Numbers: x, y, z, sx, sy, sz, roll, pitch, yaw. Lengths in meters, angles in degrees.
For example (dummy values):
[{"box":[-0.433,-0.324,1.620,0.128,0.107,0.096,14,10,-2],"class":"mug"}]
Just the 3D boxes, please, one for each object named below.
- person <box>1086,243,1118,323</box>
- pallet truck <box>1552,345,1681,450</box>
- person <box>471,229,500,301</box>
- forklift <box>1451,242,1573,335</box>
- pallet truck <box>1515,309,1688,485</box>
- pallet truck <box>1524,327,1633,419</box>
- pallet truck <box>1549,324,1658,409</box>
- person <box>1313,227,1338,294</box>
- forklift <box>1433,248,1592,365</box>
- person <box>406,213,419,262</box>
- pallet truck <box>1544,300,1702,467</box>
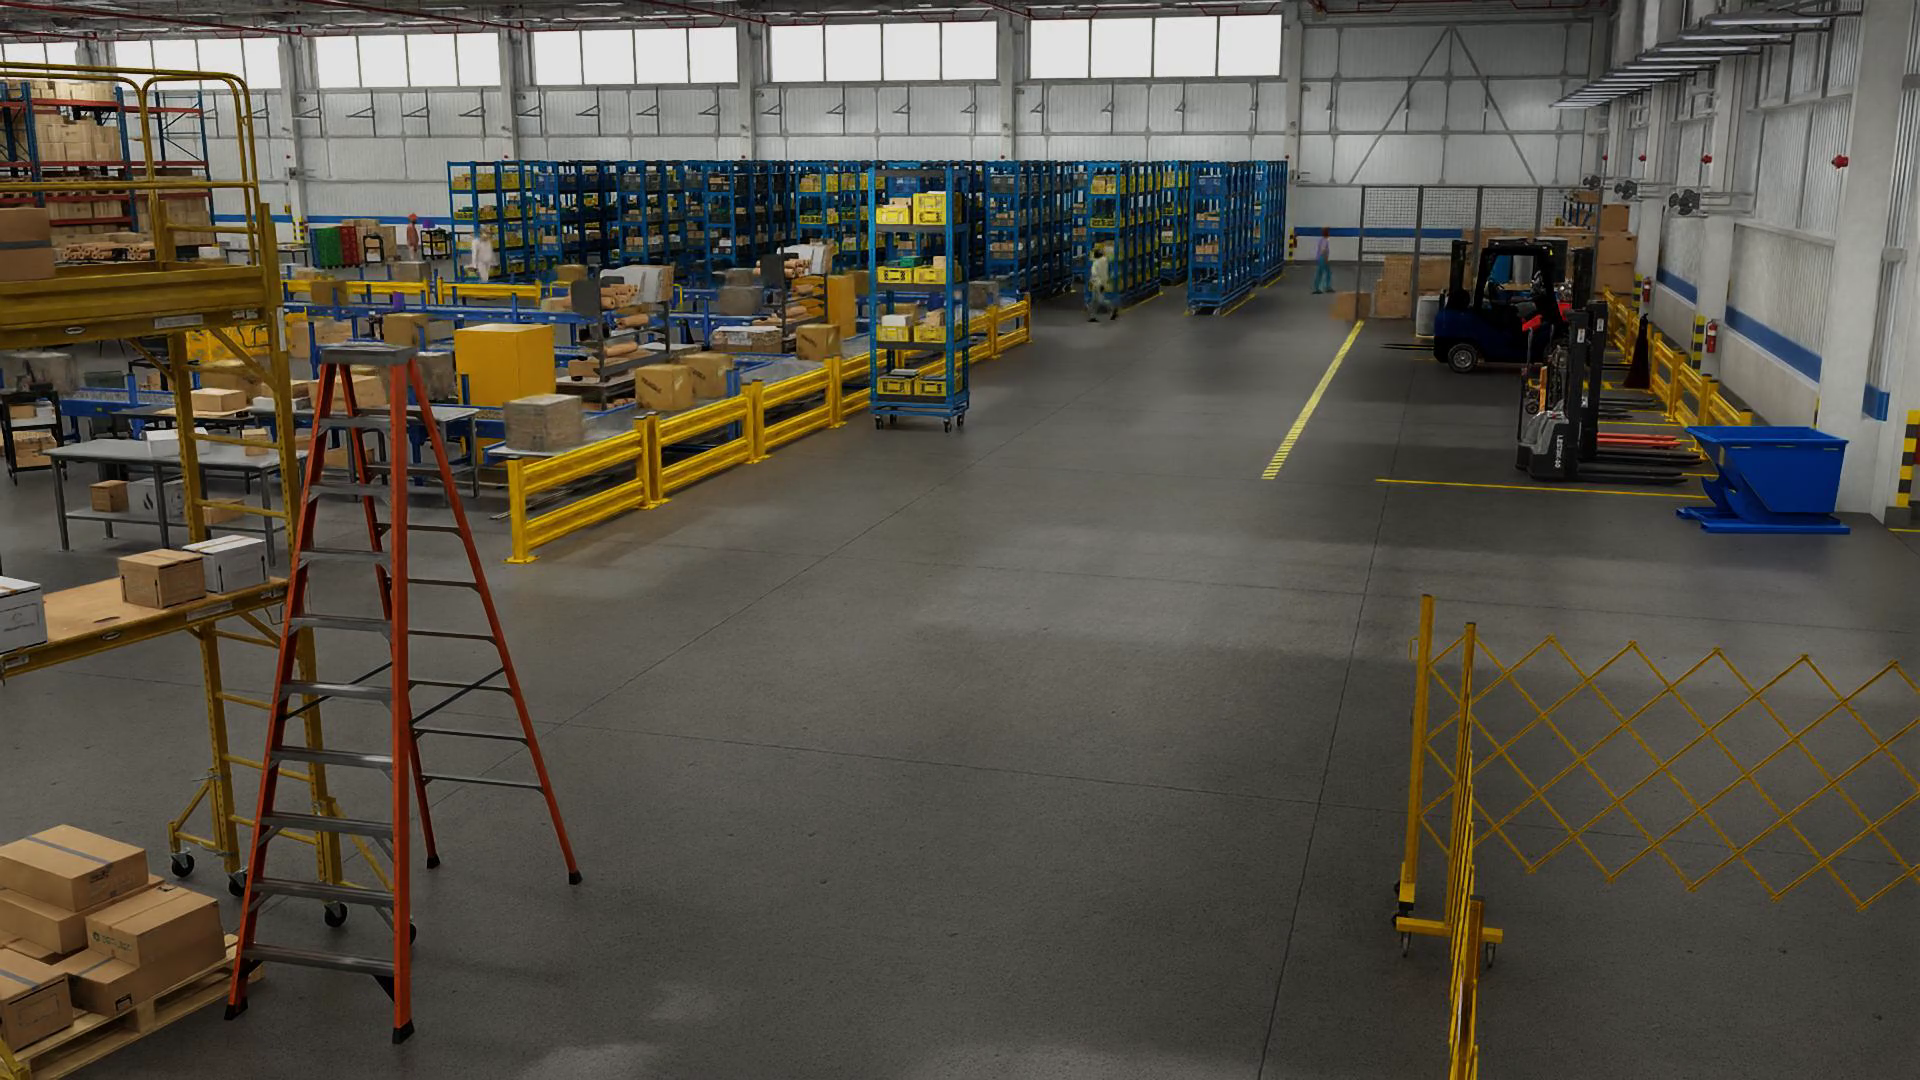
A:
[{"box":[3.246,-5.864,37.917,0.659,1.819,0.590,-5,14,-20],"class":"person"},{"box":[8.641,-1.896,21.908,1.630,1.274,0.653,4,14,16],"class":"pallet truck"},{"box":[-12.379,-7.197,43.566,0.954,1.860,0.664,6,14,23],"class":"person"},{"box":[10.464,-4.597,31.405,2.680,1.987,1.157,4,14,16],"class":"forklift"},{"box":[7.554,-1.677,19.446,1.885,1.965,0.823,3,13,14],"class":"pallet truck"},{"box":[9.065,-2.460,24.370,1.522,1.261,0.704,3,13,14],"class":"pallet truck"},{"box":[9.824,-2.669,25.407,1.601,1.201,0.680,4,14,16],"class":"pallet truck"},{"box":[10.117,-7.670,45.711,0.811,1.813,0.606,3,13,12],"class":"person"},{"box":[9.780,-4.111,29.280,2.680,1.987,1.157,3,13,14],"class":"forklift"},{"box":[-17.008,-9.158,51.786,0.393,1.985,0.610,-7,15,-27],"class":"person"},{"box":[8.263,-1.952,20.631,1.885,1.965,0.823,5,14,20],"class":"pallet truck"}]
